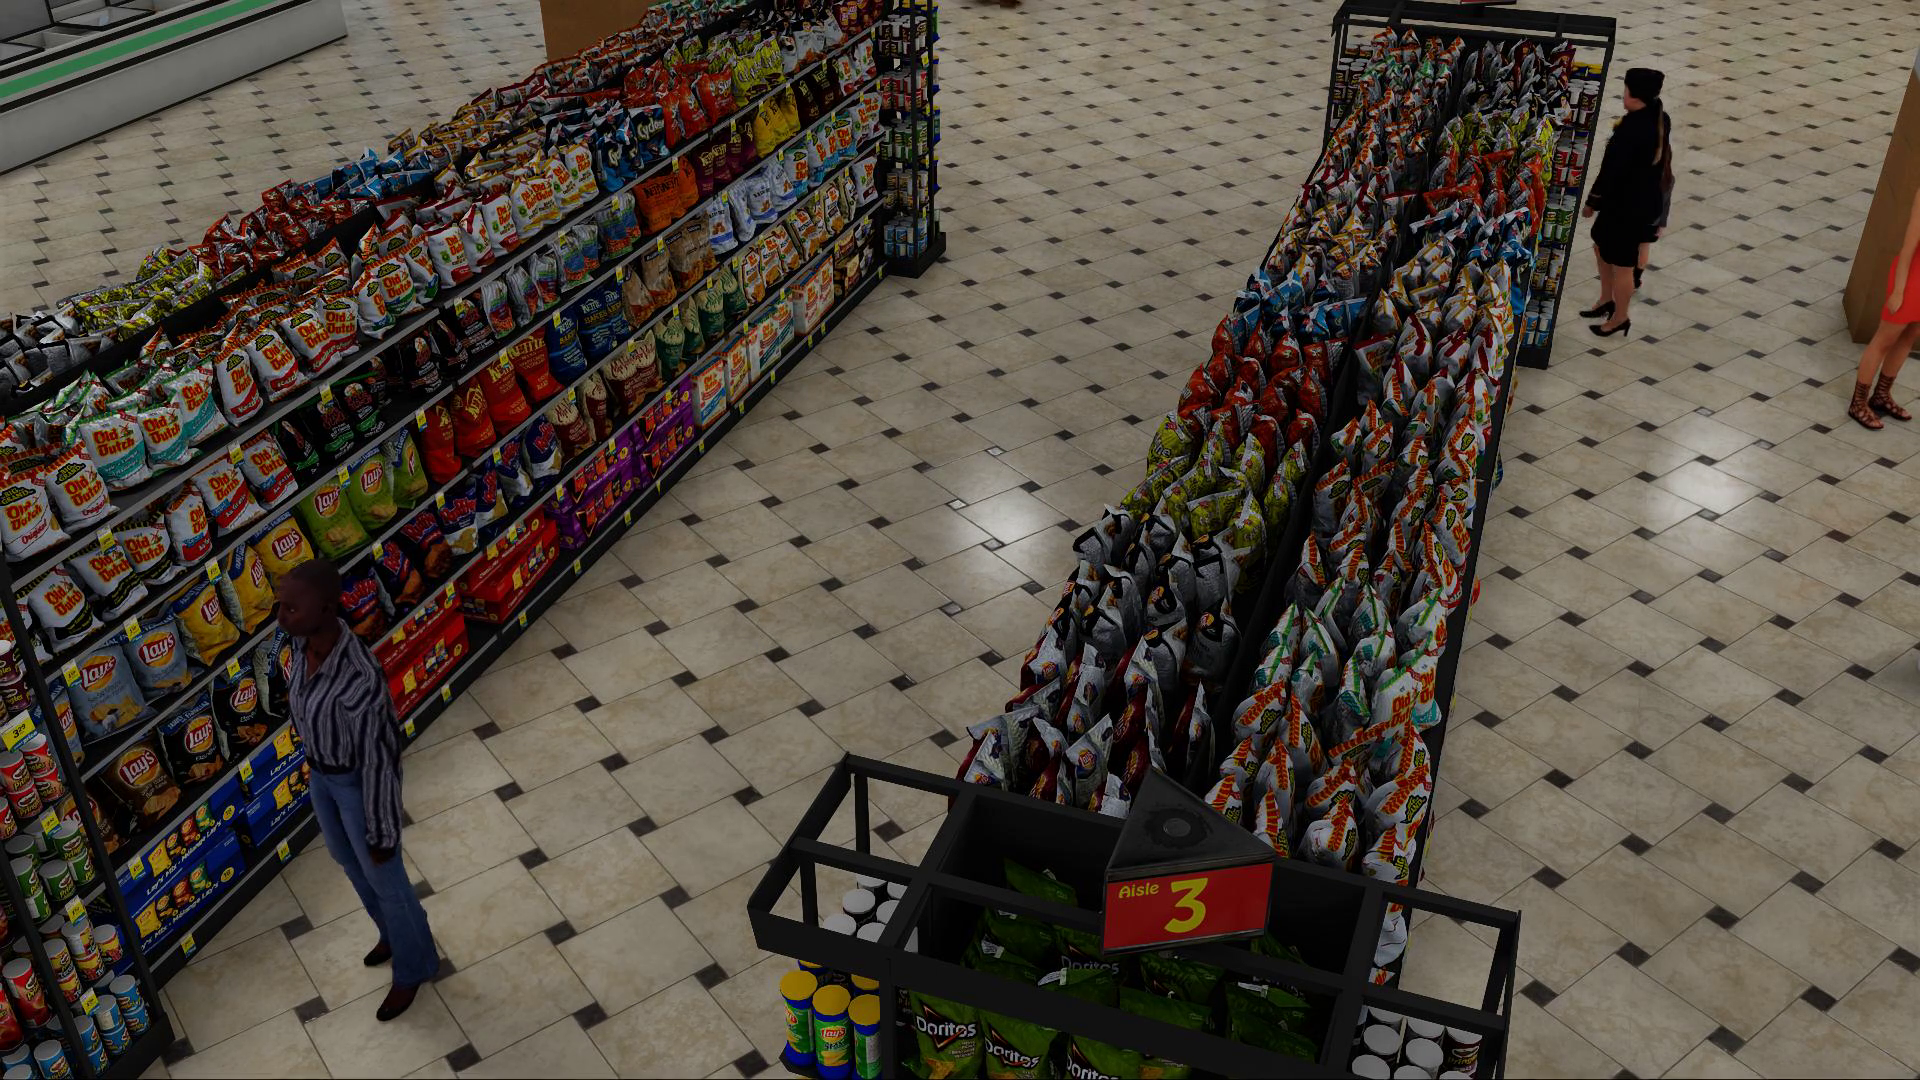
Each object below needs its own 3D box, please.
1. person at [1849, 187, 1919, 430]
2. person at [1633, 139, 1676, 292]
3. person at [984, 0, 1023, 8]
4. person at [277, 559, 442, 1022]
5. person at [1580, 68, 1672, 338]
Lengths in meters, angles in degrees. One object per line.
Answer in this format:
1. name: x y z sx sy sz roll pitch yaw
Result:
1. person: 5.337 -1.456 9.244 0.656 1.718 0.714 -14 35 -21
2. person: 4.439 -2.089 10.852 0.487 1.094 0.528 8 33 13
3. person: 0.364 -6.418 17.287 0.925 1.645 0.808 7 33 11
4. person: -1.972 0.810 5.529 0.733 1.795 0.713 26 41 36
5. person: 4.179 -2.023 10.211 0.878 1.659 0.746 22 38 31
